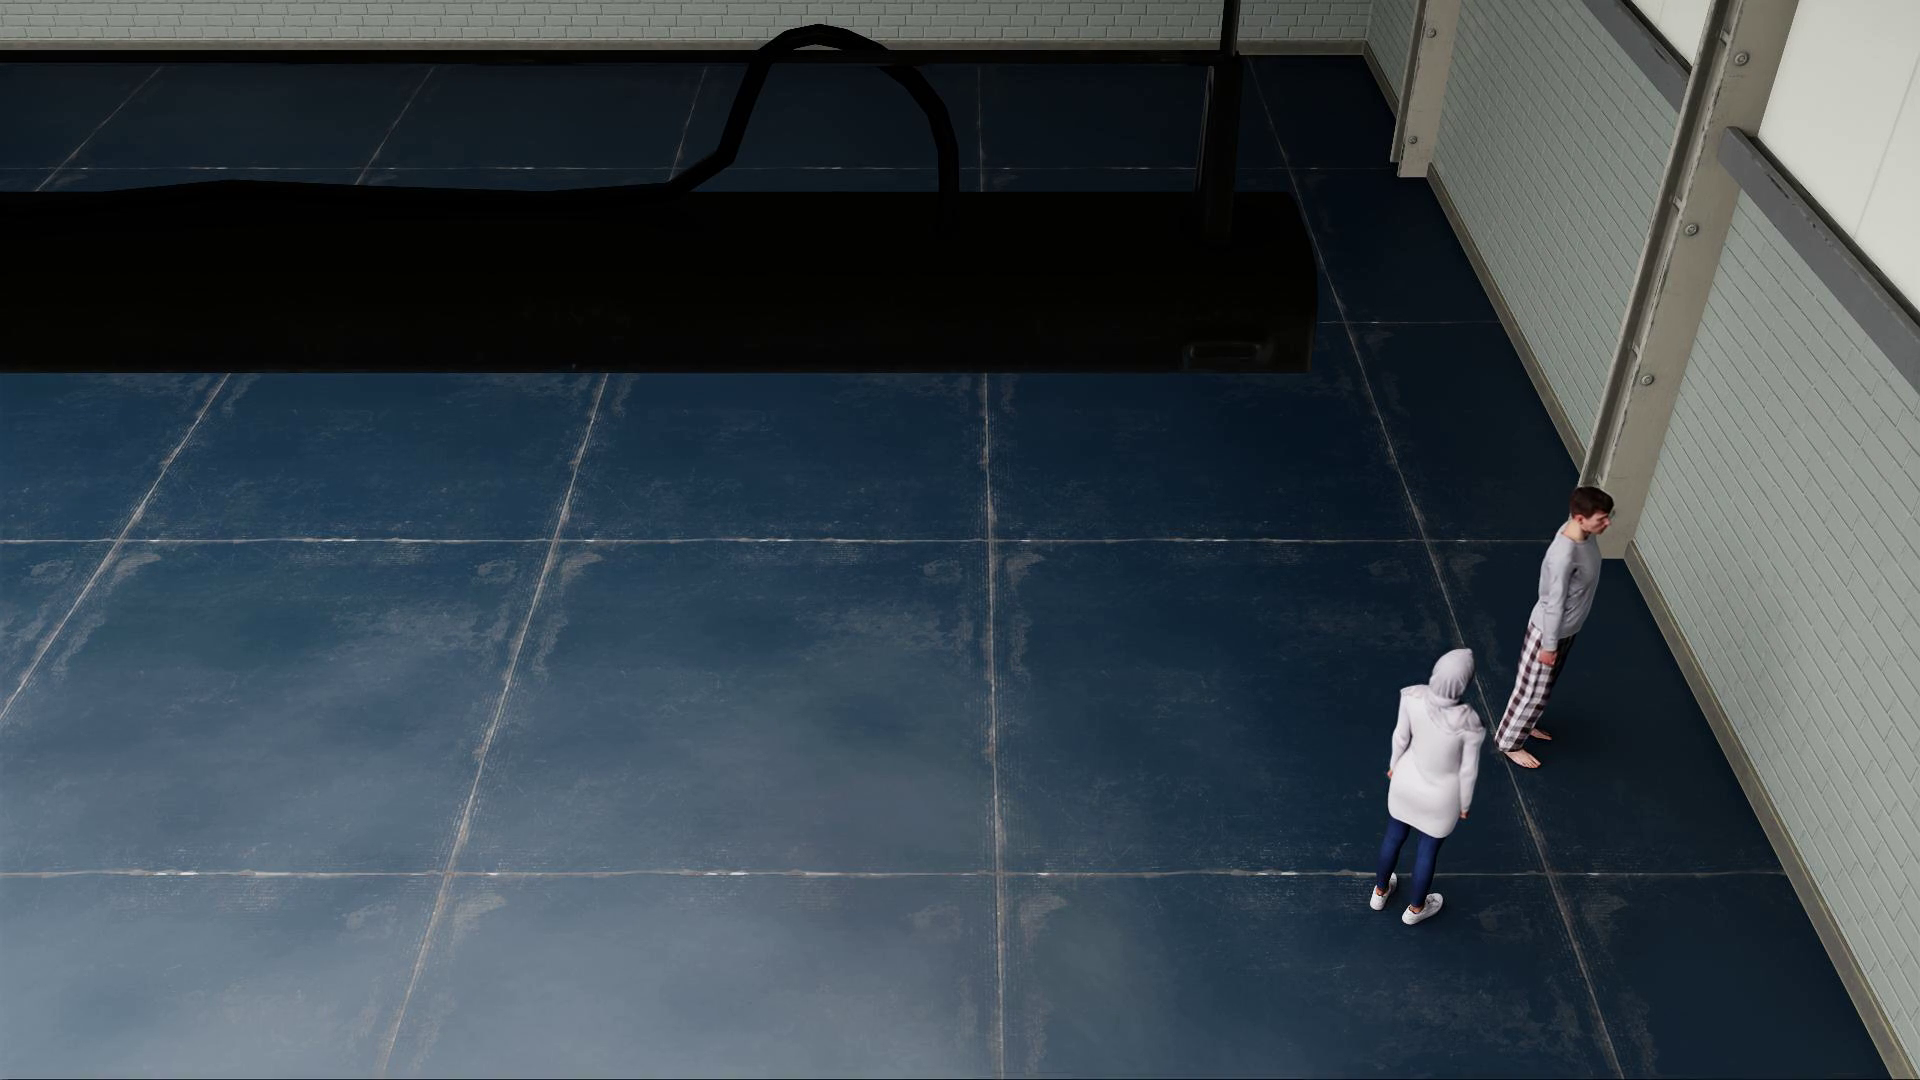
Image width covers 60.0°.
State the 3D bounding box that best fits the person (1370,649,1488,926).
[{"bbox_3d":[2.340,1.244,8.342,0.684,1.776,0.728,28,45,31],"label":"person"}]

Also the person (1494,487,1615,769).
[{"bbox_3d":[3.328,0.464,9.309,0.766,1.847,0.656,22,42,26],"label":"person"}]
